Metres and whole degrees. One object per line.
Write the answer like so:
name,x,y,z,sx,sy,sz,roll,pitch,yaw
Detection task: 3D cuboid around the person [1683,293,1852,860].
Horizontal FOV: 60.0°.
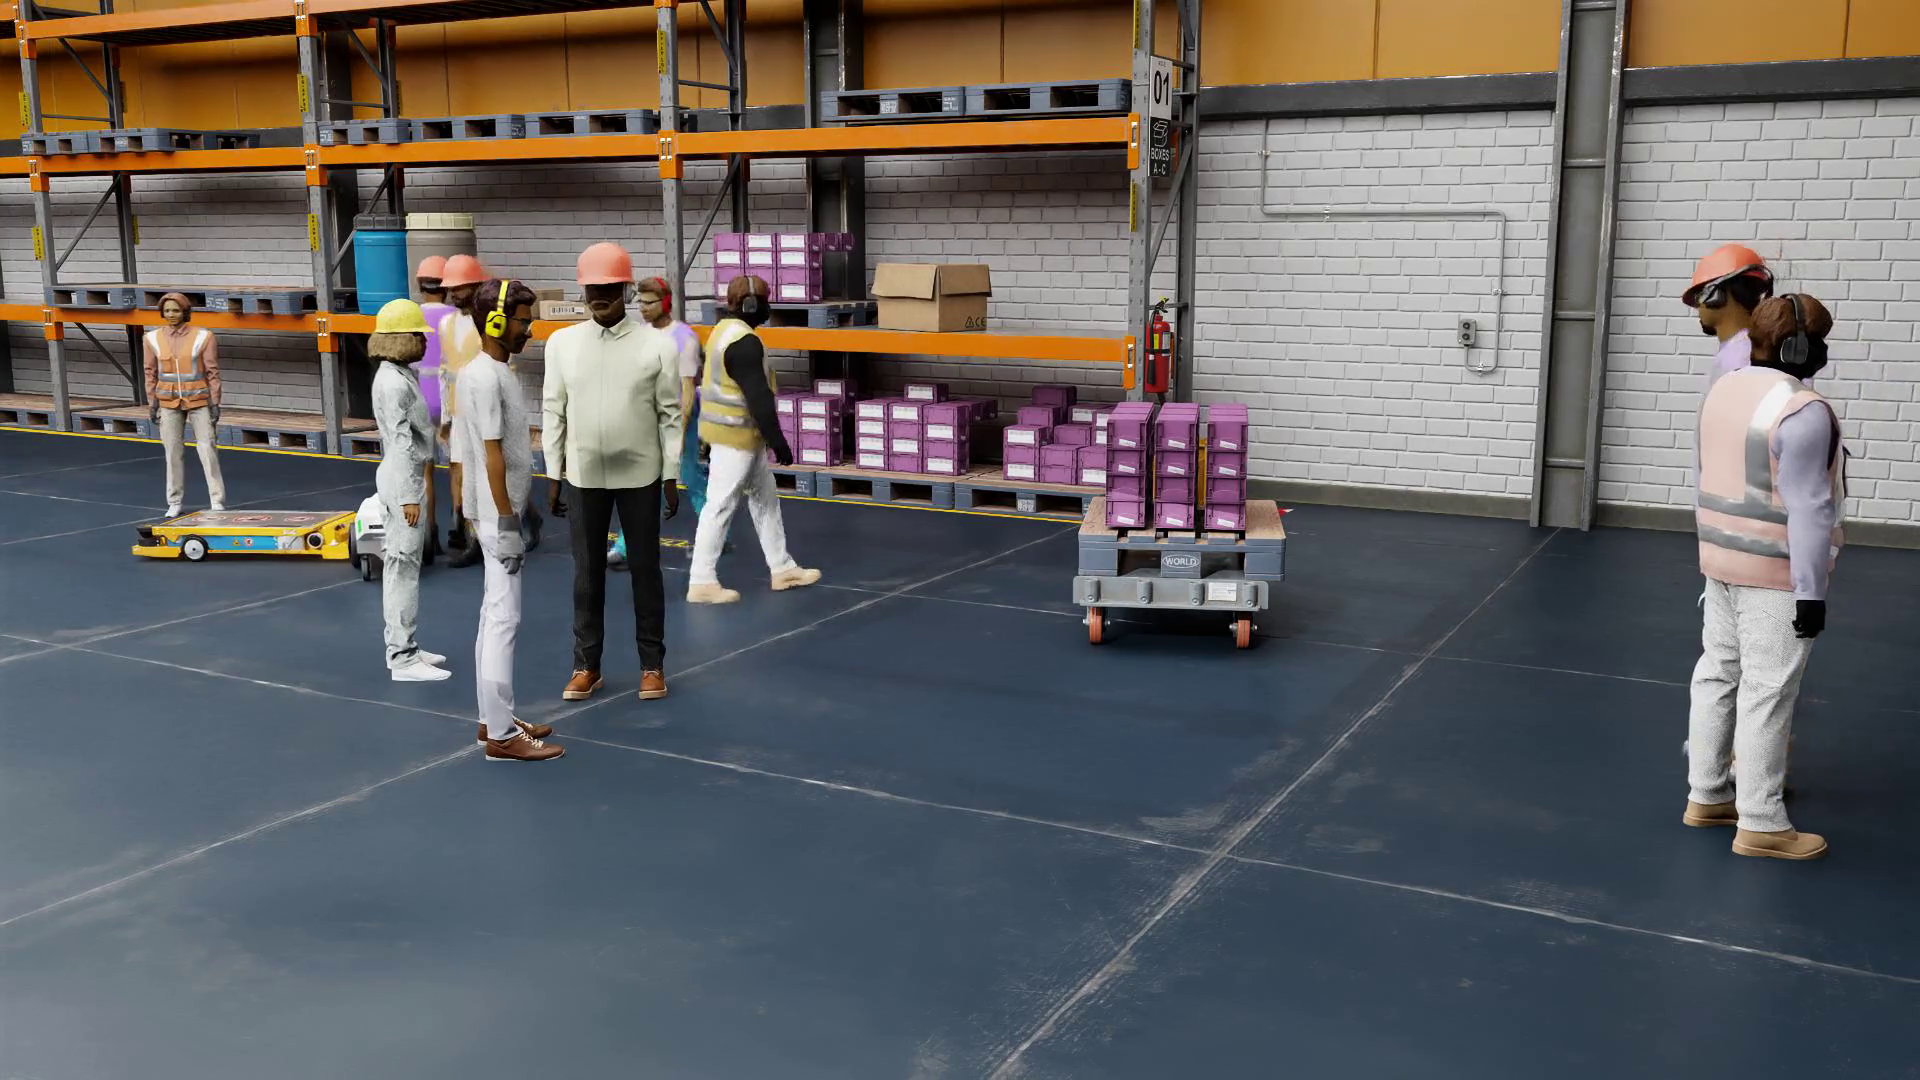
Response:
person,2.662,0.116,5.485,0.429,1.843,0.629,-1,10,-7

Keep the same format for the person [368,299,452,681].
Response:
person,-2.529,-0.229,7.645,0.304,1.743,0.494,-4,11,-20

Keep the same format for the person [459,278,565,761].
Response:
person,-1.766,-0.076,6.475,0.328,1.865,0.517,-4,11,-19

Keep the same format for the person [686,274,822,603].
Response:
person,-1.142,-0.556,9.263,0.905,1.807,0.620,-2,11,-13

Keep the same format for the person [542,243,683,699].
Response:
person,-1.517,-0.288,7.277,0.612,1.995,0.382,0,10,-2

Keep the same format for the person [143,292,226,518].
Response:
person,-5.590,-0.966,12.007,0.515,1.628,0.320,-2,11,-10

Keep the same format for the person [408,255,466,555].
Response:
person,-3.305,-0.842,10.552,0.585,1.909,0.546,-3,11,-17

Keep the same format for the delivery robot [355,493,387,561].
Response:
delivery robot,-3.435,-0.110,9.994,0.477,0.478,0.707,-3,11,-16

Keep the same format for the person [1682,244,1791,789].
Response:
person,2.910,-0.096,6.235,0.528,1.994,0.700,5,11,26

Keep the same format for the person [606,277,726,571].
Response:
person,-1.812,-0.709,10.181,0.580,1.782,1.013,8,13,37

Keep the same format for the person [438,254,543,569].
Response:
person,-2.951,-0.797,10.274,0.561,1.918,0.574,6,12,28

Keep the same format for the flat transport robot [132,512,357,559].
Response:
flat transport robot,-4.444,-0.043,10.661,1.431,0.197,0.652,1,10,3
